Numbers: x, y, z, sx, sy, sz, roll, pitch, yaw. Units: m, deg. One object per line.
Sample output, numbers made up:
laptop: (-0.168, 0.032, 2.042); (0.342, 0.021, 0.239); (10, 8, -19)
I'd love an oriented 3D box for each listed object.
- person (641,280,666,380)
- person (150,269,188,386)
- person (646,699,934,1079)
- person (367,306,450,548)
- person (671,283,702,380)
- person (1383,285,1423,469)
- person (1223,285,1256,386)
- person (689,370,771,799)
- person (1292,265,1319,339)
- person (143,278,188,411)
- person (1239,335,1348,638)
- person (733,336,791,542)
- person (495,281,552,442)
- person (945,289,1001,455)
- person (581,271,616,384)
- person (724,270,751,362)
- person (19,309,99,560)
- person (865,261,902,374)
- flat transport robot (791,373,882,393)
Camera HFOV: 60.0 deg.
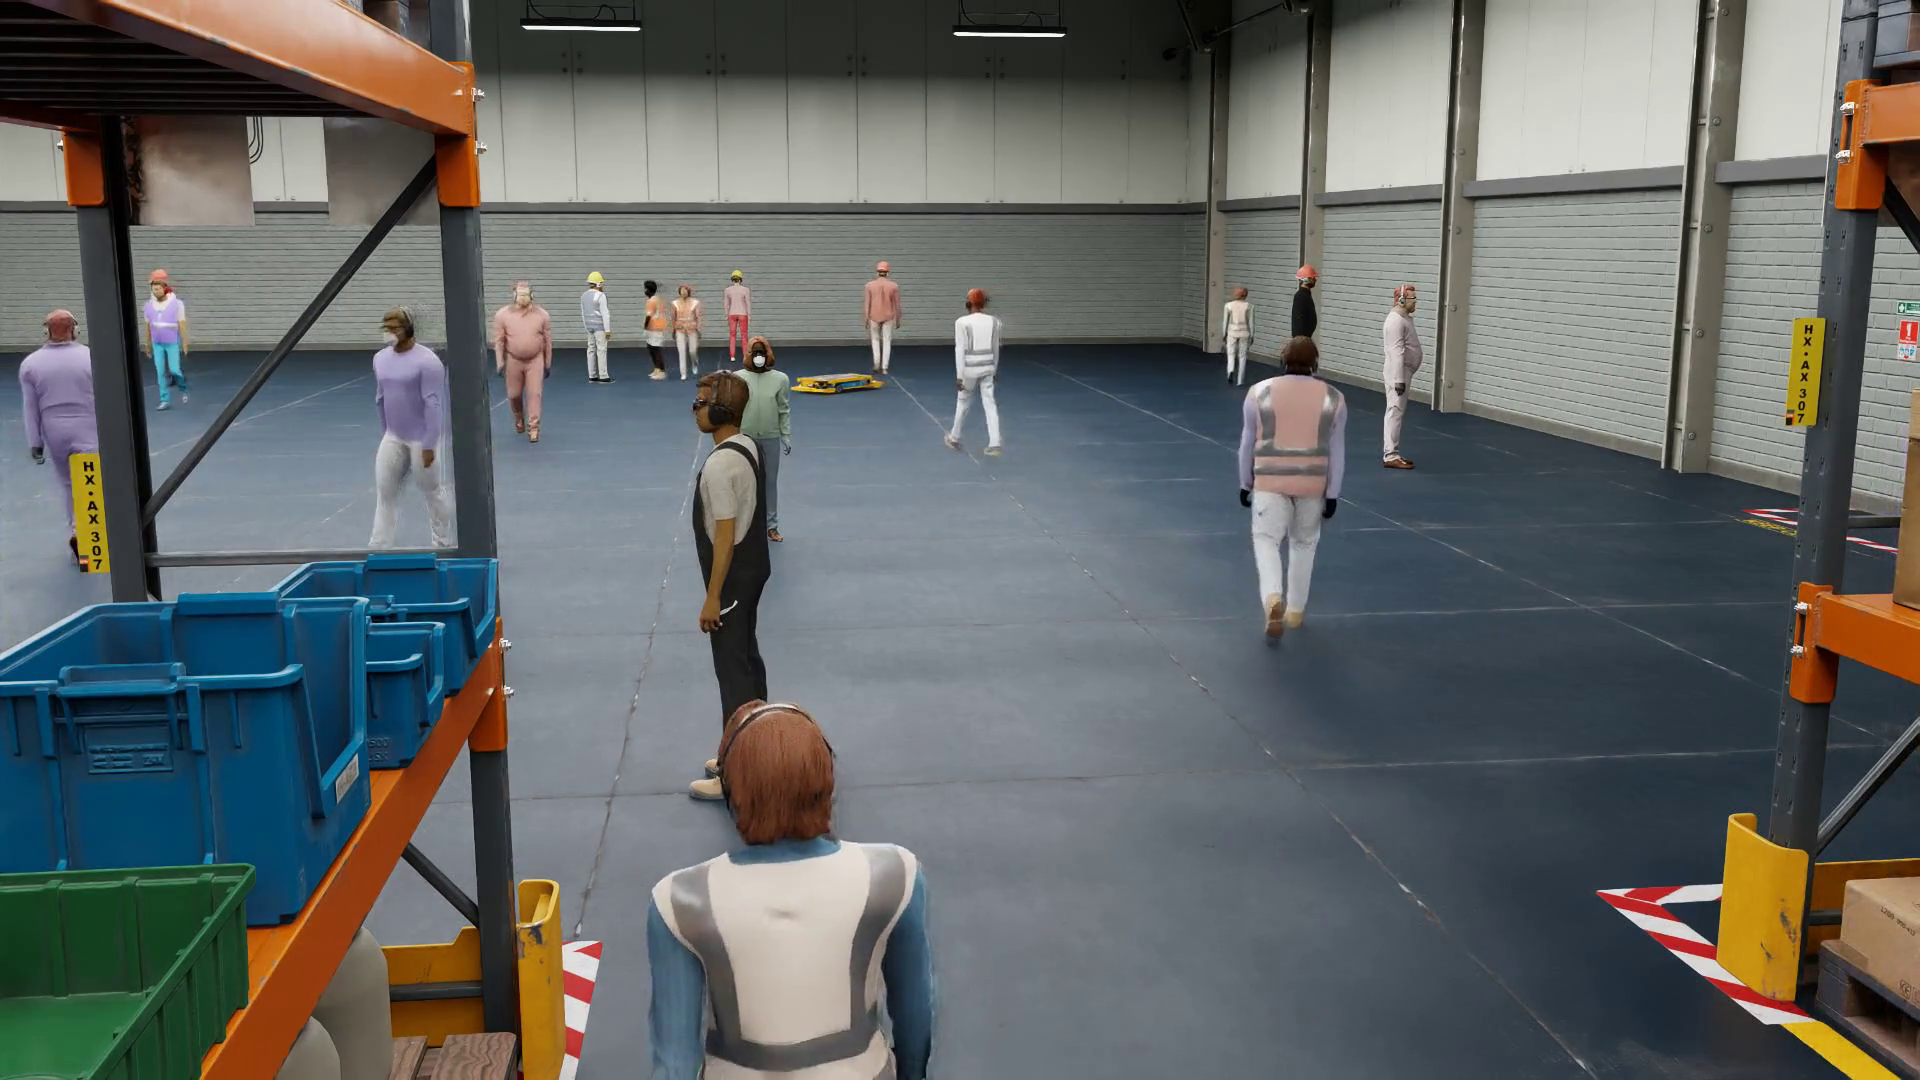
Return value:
person: (-5.183, -3.543, 28.094); (0.474, 1.676, 0.560); (0, 10, 1)
person: (-12.779, -3.423, 26.875); (0.626, 1.887, 0.656); (7, 13, 35)
person: (-0.296, 1.072, 3.038); (0.515, 1.591, 0.876); (-1, 10, -7)
person: (-3.992, -0.685, 11.795); (0.661, 1.901, 0.928); (5, 11, 25)
person: (-4.634, -3.539, 28.193); (0.525, 1.625, 0.541); (0, 10, -3)
person: (4.614, -1.703, 17.379); (0.407, 1.908, 0.643); (3, 11, 15)
person: (4.494, -3.283, 26.802); (0.530, 1.621, 0.465); (3, 11, 16)
person: (-0.997, 0.193, 7.154); (0.345, 1.846, 0.507); (1, 10, 7)
person: (4.912, -2.907, 23.727); (0.375, 1.997, 0.612); (4, 11, 19)
person: (-11.052, -2.723, 23.173); (0.598, 1.830, 0.455); (0, 10, 0)
person: (2.001, -0.321, 10.030); (0.627, 1.823, 0.782); (1, 10, 5)
person: (-1.582, -0.788, 13.107); (0.498, 1.634, 0.281); (-3, 11, -15)
person: (-5.160, -2.122, 19.717); (0.655, 1.889, 0.710); (-2, 11, -13)
person: (0.175, -1.869, 18.509); (0.602, 1.826, 1.003); (-5, 12, -27)
person: (-5.948, -3.484, 27.335); (0.590, 1.837, 0.404); (8, 13, 37)
person: (-4.276, -4.317, 32.093); (0.522, 1.769, 0.318); (1, 10, 7)
person: (-6.675, -0.797, 12.520); (0.639, 1.871, 0.914); (-2, 10, -9)
person: (-1.358, -3.935, 29.442); (0.650, 1.964, 0.776); (0, 10, 0)
flat transport robot: (-1.924, -2.458, 26.000); (0.652, 0.197, 1.431); (8, 13, 36)
